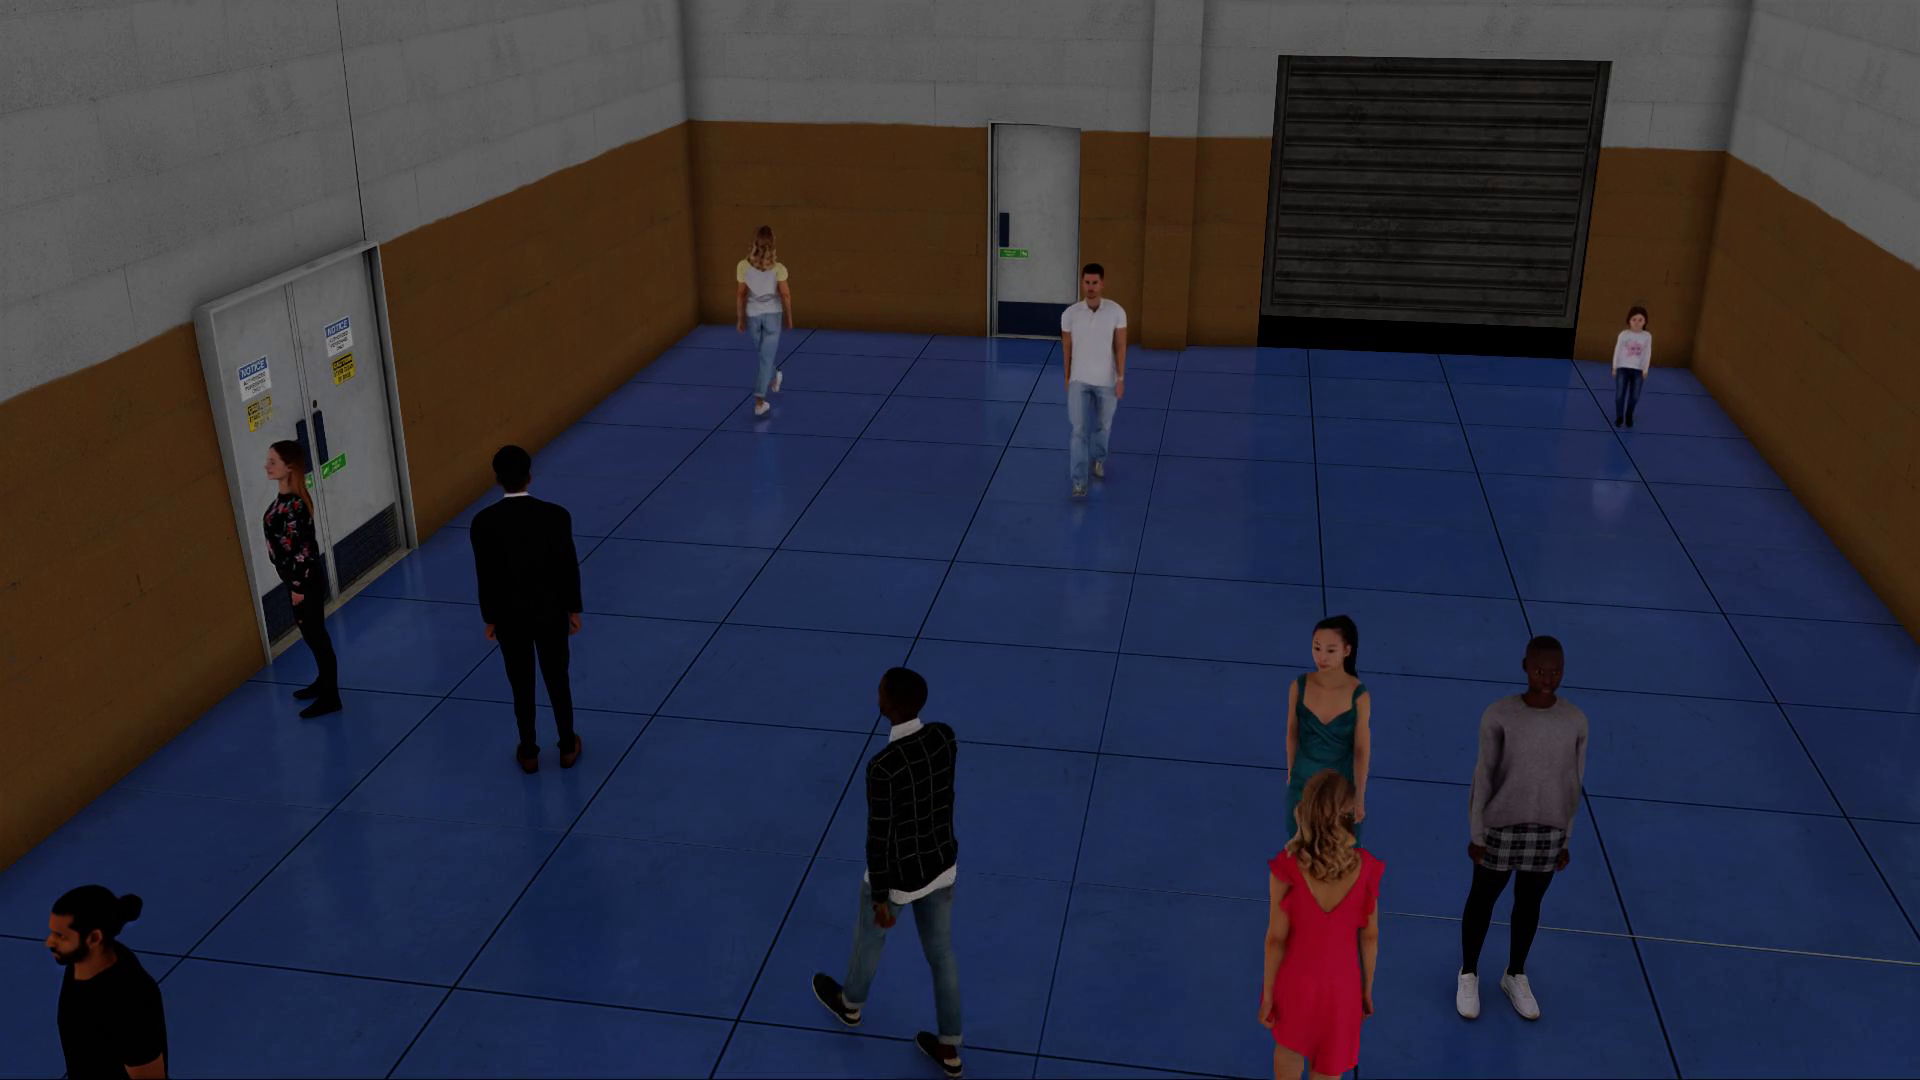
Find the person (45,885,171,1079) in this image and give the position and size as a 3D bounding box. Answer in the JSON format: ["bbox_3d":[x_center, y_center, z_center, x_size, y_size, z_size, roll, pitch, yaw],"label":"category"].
[{"bbox_3d":[-2.728,1.895,5.478,0.691,1.759,0.787,19,29,39],"label":"person"}]

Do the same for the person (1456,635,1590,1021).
[{"bbox_3d":[2.398,1.224,7.129,0.521,1.772,0.701,1,22,1],"label":"person"}]

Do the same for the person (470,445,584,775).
[{"bbox_3d":[-2.345,0.385,9.068,0.667,1.883,0.833,-6,23,-14],"label":"person"}]

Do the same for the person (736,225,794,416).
[{"bbox_3d":[-1.800,-1.956,15.173,1.077,1.661,0.716,4,22,11],"label":"person"}]

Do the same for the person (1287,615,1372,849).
[{"bbox_3d":[1.696,1.112,7.558,0.975,1.661,0.809,9,24,22],"label":"person"}]

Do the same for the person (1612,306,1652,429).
[{"bbox_3d":[6.047,-1.575,14.984,0.483,1.109,0.564,10,24,23],"label":"person"}]

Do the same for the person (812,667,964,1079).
[{"bbox_3d":[-0.130,1.376,6.728,1.055,1.790,1.148,-18,28,-37],"label":"person"}]

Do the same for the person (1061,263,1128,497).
[{"bbox_3d":[1.086,-1.299,13.348,1.099,1.818,0.779,3,22,6],"label":"person"}]

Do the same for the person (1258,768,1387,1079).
[{"bbox_3d":[1.295,1.709,6.051,0.953,1.677,0.713,1,22,3],"label":"person"}]

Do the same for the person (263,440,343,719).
[{"bbox_3d":[-3.854,0.214,9.763,0.675,1.683,0.646,-10,24,-24],"label":"person"}]
